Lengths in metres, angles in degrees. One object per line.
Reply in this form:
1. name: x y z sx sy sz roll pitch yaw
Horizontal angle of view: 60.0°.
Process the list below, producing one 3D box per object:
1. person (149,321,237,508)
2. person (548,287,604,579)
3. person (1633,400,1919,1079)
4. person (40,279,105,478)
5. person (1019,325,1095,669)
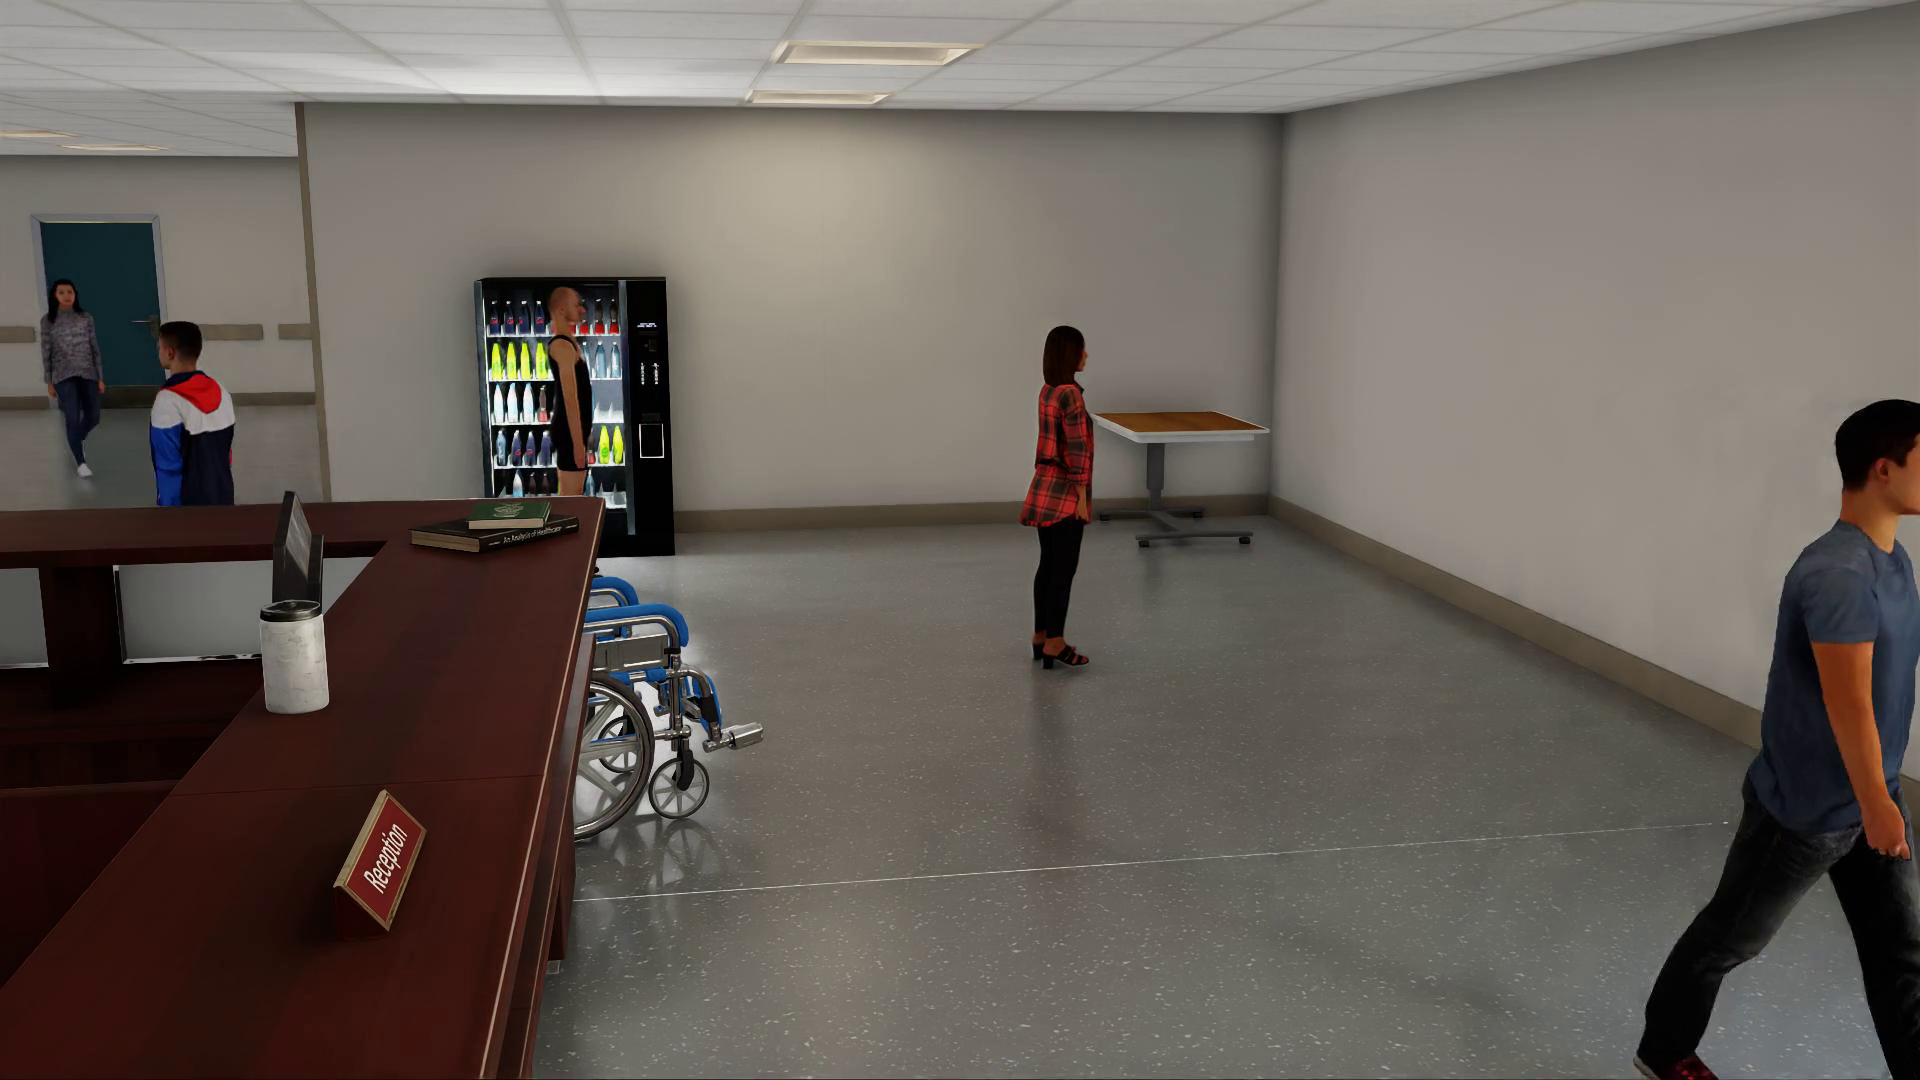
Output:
1. person: -3.483 -0.132 7.750 1.086 1.742 0.923 3 11 17
2. person: -2.407 -0.645 10.258 0.528 1.815 0.679 -3 11 -16
3. person: 1.938 0.585 3.927 1.211 1.758 1.118 -9 14 -39
4. person: -7.789 -1.423 14.615 0.999 1.718 0.964 -9 14 -38
5. person: 0.499 -0.220 8.323 0.594 1.702 0.648 -4 11 -19
